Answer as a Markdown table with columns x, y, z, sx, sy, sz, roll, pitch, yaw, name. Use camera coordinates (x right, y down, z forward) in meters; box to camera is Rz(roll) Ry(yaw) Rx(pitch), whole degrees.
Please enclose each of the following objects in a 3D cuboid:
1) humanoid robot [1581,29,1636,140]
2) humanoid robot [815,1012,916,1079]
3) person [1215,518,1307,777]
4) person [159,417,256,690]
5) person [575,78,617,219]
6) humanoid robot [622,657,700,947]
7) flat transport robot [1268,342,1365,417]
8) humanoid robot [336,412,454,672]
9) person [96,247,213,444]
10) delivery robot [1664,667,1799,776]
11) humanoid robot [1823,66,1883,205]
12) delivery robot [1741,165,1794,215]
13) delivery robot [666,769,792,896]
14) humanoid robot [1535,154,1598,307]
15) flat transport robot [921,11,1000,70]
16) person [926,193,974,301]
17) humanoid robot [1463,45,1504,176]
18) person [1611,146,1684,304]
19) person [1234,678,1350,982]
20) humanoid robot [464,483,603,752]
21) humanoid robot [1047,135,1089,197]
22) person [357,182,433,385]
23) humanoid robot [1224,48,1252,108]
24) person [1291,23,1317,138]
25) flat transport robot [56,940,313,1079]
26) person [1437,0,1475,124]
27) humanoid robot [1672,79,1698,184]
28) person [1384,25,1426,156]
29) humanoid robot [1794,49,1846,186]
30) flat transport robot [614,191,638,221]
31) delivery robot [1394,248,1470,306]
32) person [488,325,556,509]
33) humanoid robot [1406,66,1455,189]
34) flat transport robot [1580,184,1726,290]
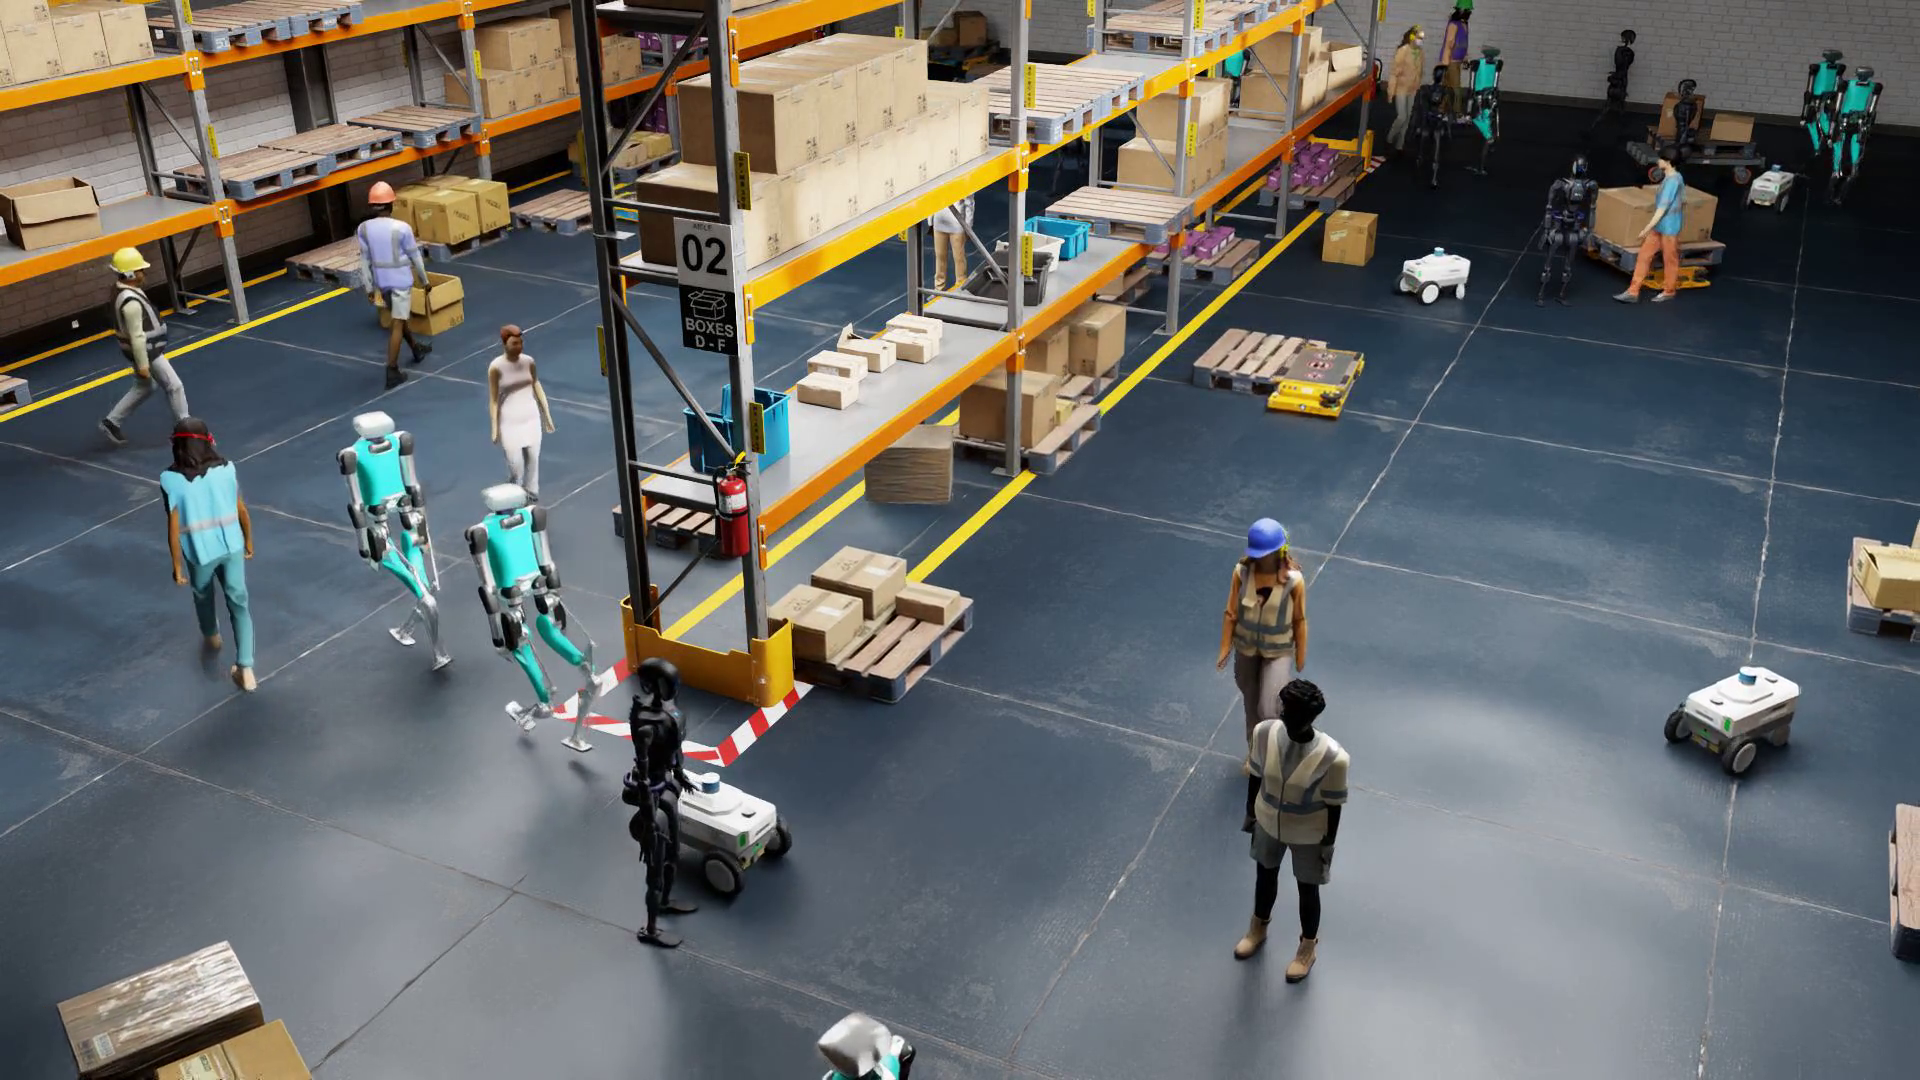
| x | y | z | sx | sy | sz | roll | pitch | yaw | name |
| --- | --- | --- | --- | --- | --- | --- | --- | --- | --- |
| 9.941 | -6.888 | 25.178 | 0.789 | 1.641 | 0.600 | 3 | 27 | 7 | humanoid robot |
| -0.576 | 2.437 | 6.240 | 0.797 | 1.802 | 0.530 | 16 | 30 | 29 | humanoid robot |
| 1.767 | 0.668 | 9.760 | 0.470 | 1.751 | 0.545 | 13 | 29 | 24 | person |
| -4.954 | 0.032 | 10.971 | 0.535 | 1.808 | 0.982 | -15 | 30 | -28 | person |
| -4.577 | -4.952 | 21.045 | 0.466 | 1.802 | 0.639 | -1 | 26 | -3 | person |
| -1.535 | 1.317 | 8.527 | 0.327 | 1.648 | 0.613 | 4 | 27 | 7 | humanoid robot |
| 3.421 | -1.540 | 15.889 | 0.659 | 0.231 | 1.431 | 10 | 28 | 19 | flat transport robot |
| -3.611 | 0.067 | 11.036 | 1.017 | 1.773 | 0.530 | 21 | 33 | 36 | humanoid robot |
| -7.125 | -1.647 | 14.383 | 0.835 | 1.798 | 0.596 | -17 | 31 | -30 | person |
| 4.826 | 1.064 | 10.298 | 0.777 | 0.587 | 0.499 | -14 | 30 | -27 | delivery robot |
| 11.621 | -5.186 | 21.668 | 0.564 | 1.835 | 0.746 | 6 | 27 | 12 | humanoid robot |
| 10.597 | -4.587 | 21.729 | 0.499 | 0.601 | 0.805 | 21 | 33 | 36 | delivery robot |
| -1.368 | 1.572 | 9.273 | 0.788 | 0.587 | 0.499 | 16 | 30 | 28 | delivery robot |
| 6.542 | -3.331 | 17.906 | 0.599 | 1.656 | 0.315 | 0 | 26 | 0 | humanoid robot |
| -0.059 | -8.873 | 30.701 | 1.431 | 0.231 | 0.659 | 21 | 33 | 36 | flat transport robot |
| -0.119 | -3.427 | 18.020 | 0.558 | 1.755 | 0.319 | 13 | 29 | 24 | person |
| 7.377 | -5.893 | 23.068 | 0.580 | 1.792 | 0.886 | -11 | 28 | -21 | humanoid robot |
| 7.536 | -3.377 | 17.953 | 0.811 | 1.718 | 0.467 | 0 | 26 | 0 | person |
| 1.650 | 1.425 | 8.299 | 0.535 | 1.691 | 0.319 | 19 | 32 | 33 | person |
| -2.482 | 0.557 | 9.997 | 1.001 | 1.716 | 0.541 | 21 | 33 | 36 | humanoid robot |
| 1.502 | -5.431 | 22.202 | 0.769 | 1.627 | 0.583 | -23 | 34 | -38 | humanoid robot |
| -5.432 | -2.497 | 16.010 | 0.548 | 1.886 | 1.007 | 7 | 27 | 14 | person |
| 3.705 | -6.447 | 24.210 | 0.994 | 1.764 | 0.554 | -14 | 30 | -27 | humanoid robot |
| 4.919 | -6.873 | 24.906 | 1.028 | 1.835 | 0.718 | 7 | 27 | 14 | person |
| -3.312 | 2.852 | 7.016 | 1.431 | 0.231 | 0.659 | -18 | 32 | -32 | flat transport robot |
| 7.892 | -7.511 | 26.098 | 0.786 | 1.905 | 0.576 | 16 | 31 | 30 | person |
| 9.394 | -5.134 | 21.565 | 0.426 | 1.637 | 0.601 | 8 | 27 | 15 | humanoid robot |
| 6.485 | -6.506 | 24.127 | 0.590 | 1.863 | 0.445 | -13 | 29 | -24 | person |
| 11.926 | -5.721 | 22.732 | 0.549 | 1.811 | 0.898 | -7 | 27 | -13 | humanoid robot |
| -4.025 | -4.238 | 21.338 | 1.431 | 0.231 | 0.659 | 16 | 30 | 29 | flat transport robot |
| 5.224 | -2.913 | 18.354 | 0.778 | 0.607 | 0.510 | -10 | 28 | -20 | delivery robot |
| -3.416 | -0.882 | 12.987 | 0.489 | 1.645 | 0.377 | -22 | 34 | -37 | person |
| 6.380 | -5.598 | 22.536 | 0.612 | 1.623 | 0.756 | 3 | 26 | 5 | humanoid robot |
| 7.950 | -3.190 | 19.222 | 0.659 | 0.231 | 1.431 | -6 | 27 | -12 | flat transport robot |
